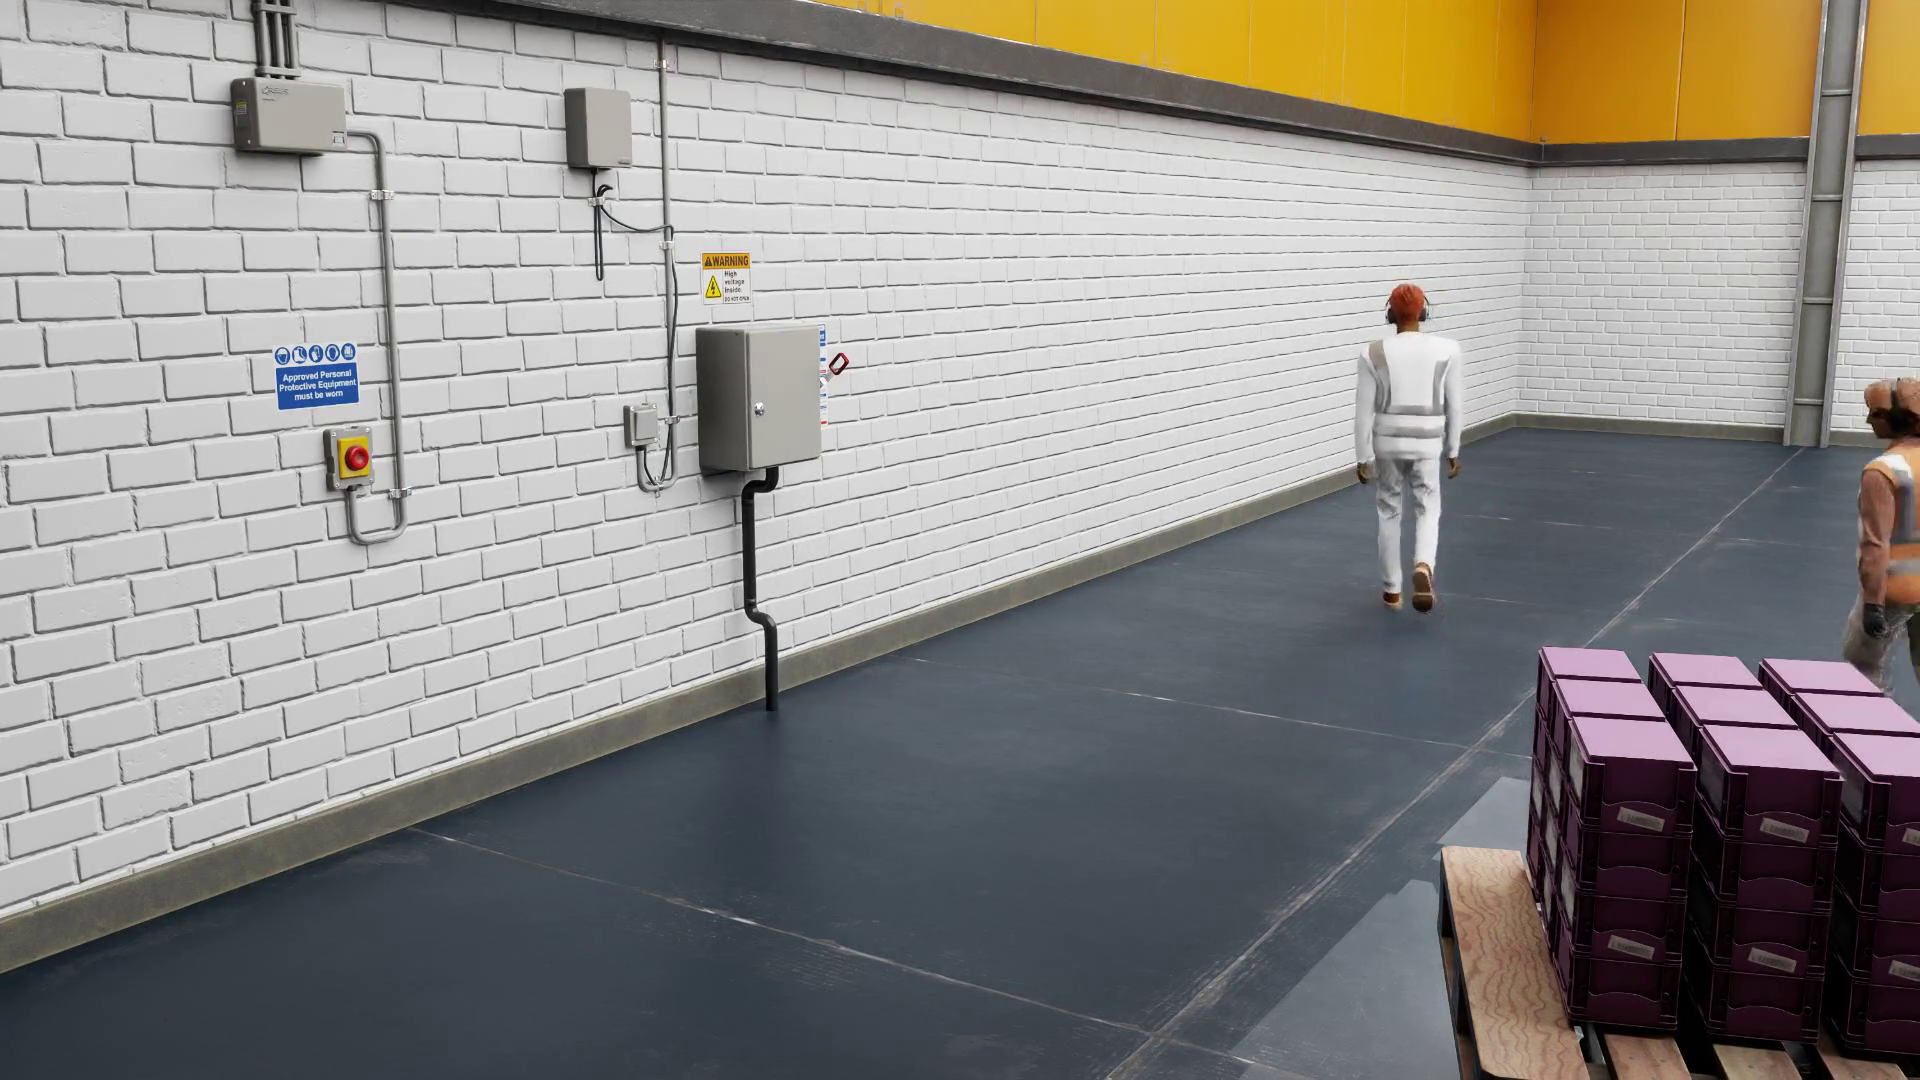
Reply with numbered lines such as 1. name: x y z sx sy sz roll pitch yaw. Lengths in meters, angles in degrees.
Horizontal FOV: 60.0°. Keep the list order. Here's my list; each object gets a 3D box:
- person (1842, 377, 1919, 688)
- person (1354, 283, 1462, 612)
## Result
1. person: 3.565 0.199 6.162 0.526 1.604 0.770 -5 11 -25
2. person: 2.504 -0.497 9.307 0.604 1.868 0.634 2 10 9
